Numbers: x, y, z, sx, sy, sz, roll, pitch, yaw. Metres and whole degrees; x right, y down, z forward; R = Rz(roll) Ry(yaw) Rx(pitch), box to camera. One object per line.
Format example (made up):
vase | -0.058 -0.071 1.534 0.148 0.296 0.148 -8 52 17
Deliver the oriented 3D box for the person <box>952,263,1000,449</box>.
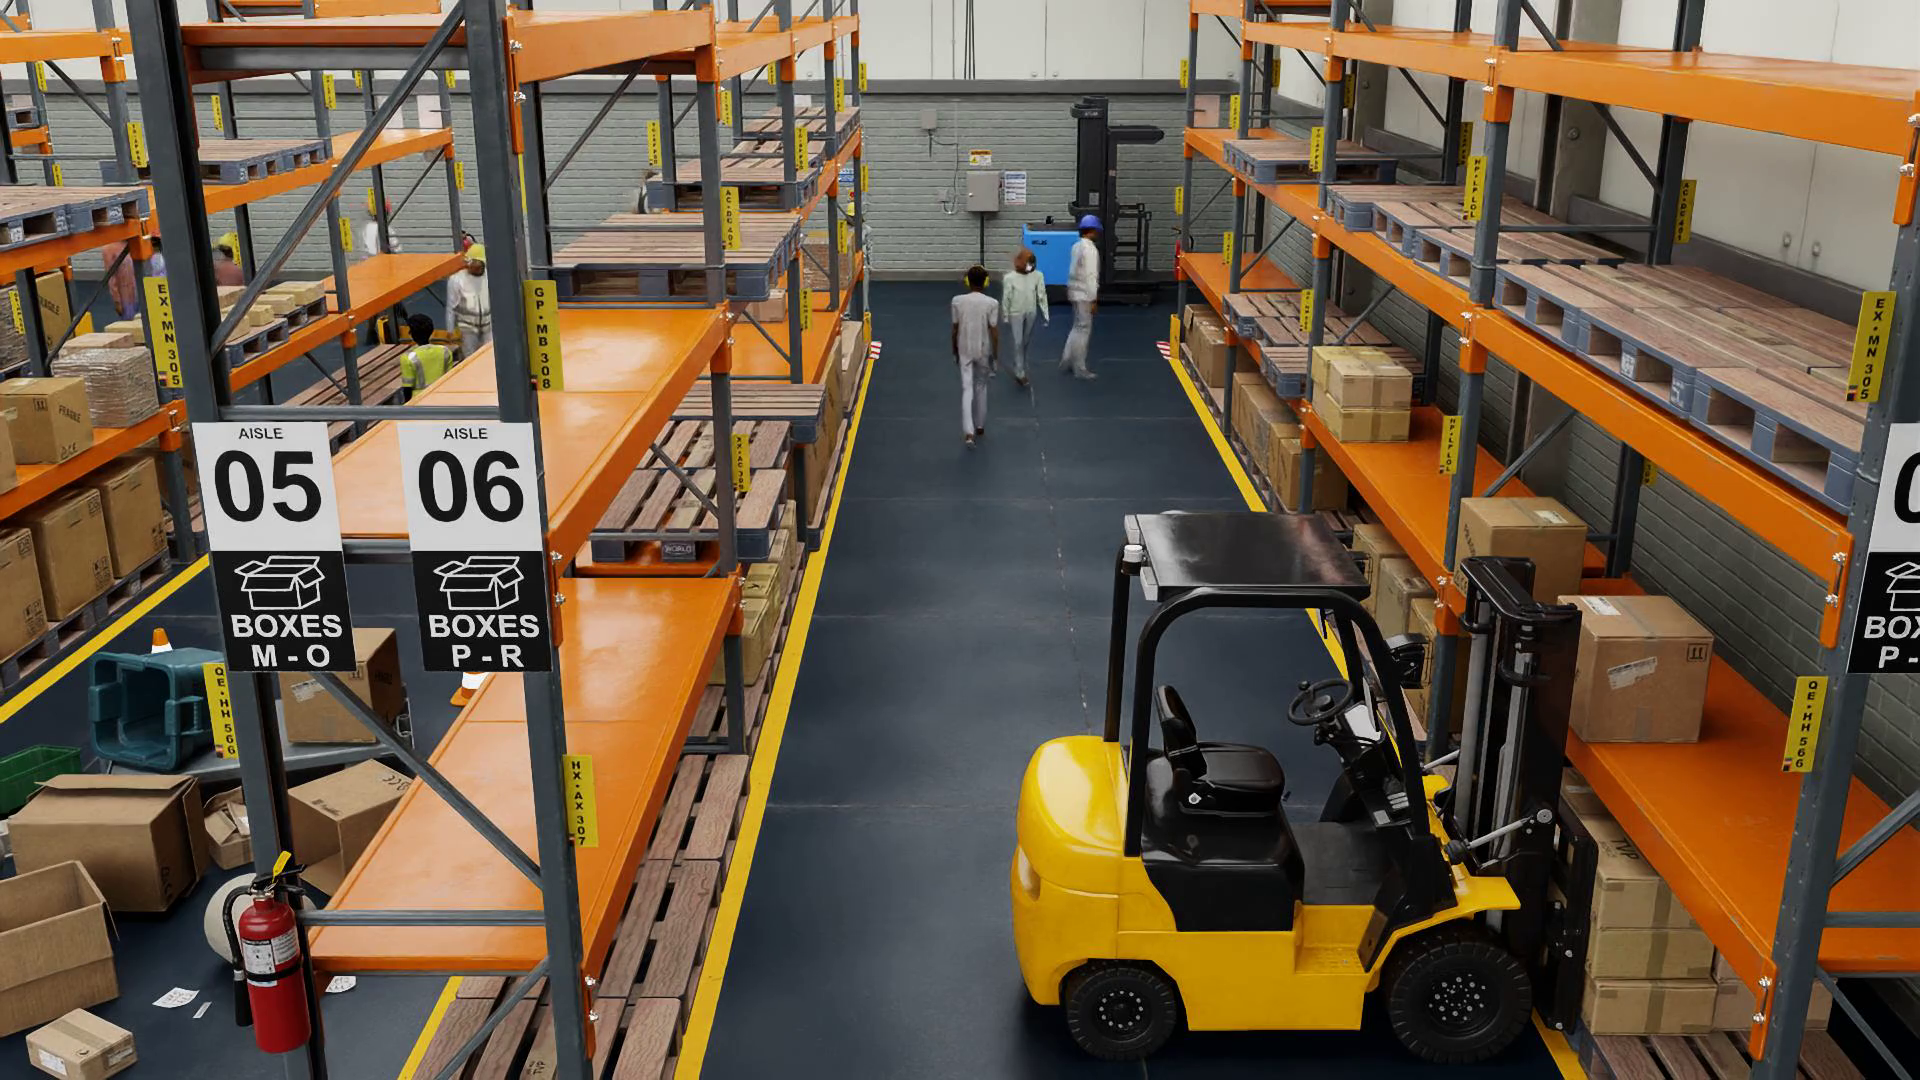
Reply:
person | 0.149 -1.850 16.758 0.492 1.826 0.965 0 18 0

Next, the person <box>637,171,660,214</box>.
person | -4.784 -4.761 25.589 0.336 1.807 0.649 -17 25 -42

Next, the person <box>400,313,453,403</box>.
person | -4.763 -1.192 14.957 0.320 1.693 0.534 13 22 35

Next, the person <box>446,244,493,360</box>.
person | -5.308 -2.330 18.221 0.689 1.802 0.533 -9 20 -26

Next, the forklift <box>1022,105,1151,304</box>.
forklift | 1.857 -4.944 24.441 1.873 2.768 1.129 0 18 0

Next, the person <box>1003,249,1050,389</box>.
person | 0.750 -2.588 19.338 0.498 1.587 0.825 -7 20 -21

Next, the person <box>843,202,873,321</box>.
person | -1.407 -3.672 22.393 0.485 1.736 0.322 -4 19 -12

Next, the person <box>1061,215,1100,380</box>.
person | 1.475 -2.866 19.694 0.430 1.907 0.678 -5 19 -15

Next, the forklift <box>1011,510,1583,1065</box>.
forklift | 1.387 1.055 7.378 2.313 2.155 1.214 0 18 0

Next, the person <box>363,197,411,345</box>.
person | -7.429 -3.531 21.736 1.020 1.871 0.554 -17 25 -41
